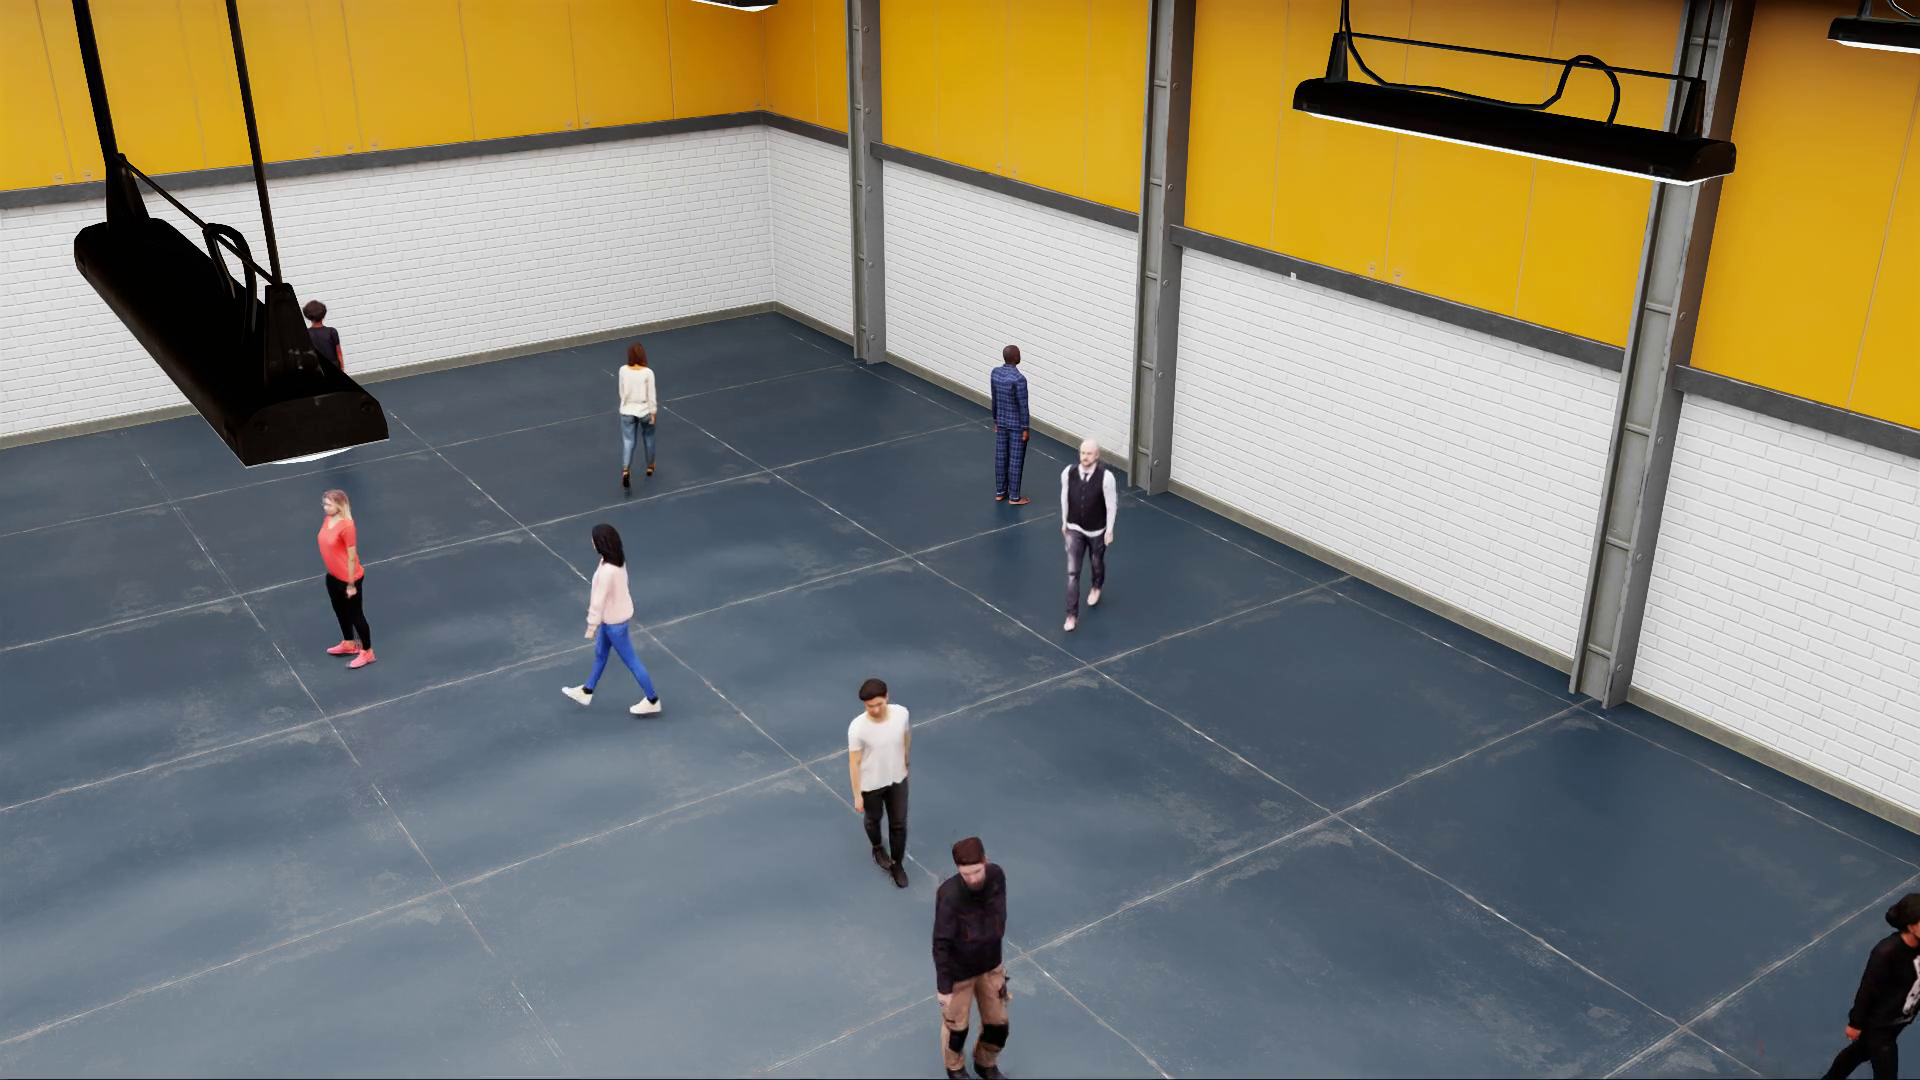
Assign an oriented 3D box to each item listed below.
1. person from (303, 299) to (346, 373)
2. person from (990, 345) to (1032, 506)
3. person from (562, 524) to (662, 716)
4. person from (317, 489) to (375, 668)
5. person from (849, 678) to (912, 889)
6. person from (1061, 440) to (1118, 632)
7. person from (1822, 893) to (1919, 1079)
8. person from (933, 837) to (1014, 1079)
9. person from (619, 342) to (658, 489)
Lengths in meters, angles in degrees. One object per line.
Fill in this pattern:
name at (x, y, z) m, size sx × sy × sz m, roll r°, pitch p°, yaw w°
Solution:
person at (-7.678, -2.033, 20.139) m, size 0.653 × 1.796 × 0.652 m, roll -9°, pitch 25°, yaw -19°
person at (0.563, -1.286, 18.394) m, size 0.623 × 1.824 × 0.779 m, roll 20°, pitch 31°, yaw 39°
person at (-2.800, 0.715, 13.947) m, size 1.151 × 1.720 × 1.137 m, roll 2°, pitch 24°, yaw 4°
person at (-5.507, 0.314, 14.899) m, size 0.794 × 1.692 × 0.538 m, roll -18°, pitch 29°, yaw -35°
person at (-0.556, 1.648, 11.864) m, size 0.764 × 1.679 × 0.867 m, roll -12°, pitch 26°, yaw -26°
person at (1.237, -0.099, 15.742) m, size 1.256 × 1.772 × 1.234 m, roll 8°, pitch 25°, yaw 17°
person at (5.215, 2.694, 9.518) m, size 0.701 × 1.641 × 1.042 m, roll -12°, pitch 26°, yaw -25°
person at (0.047, 2.463, 9.743) m, size 0.733 × 1.884 × 0.714 m, roll -19°, pitch 30°, yaw -37°
person at (-3.691, -1.396, 18.861) m, size 1.047 × 1.651 × 1.114 m, roll 3°, pitch 24°, yaw 7°
